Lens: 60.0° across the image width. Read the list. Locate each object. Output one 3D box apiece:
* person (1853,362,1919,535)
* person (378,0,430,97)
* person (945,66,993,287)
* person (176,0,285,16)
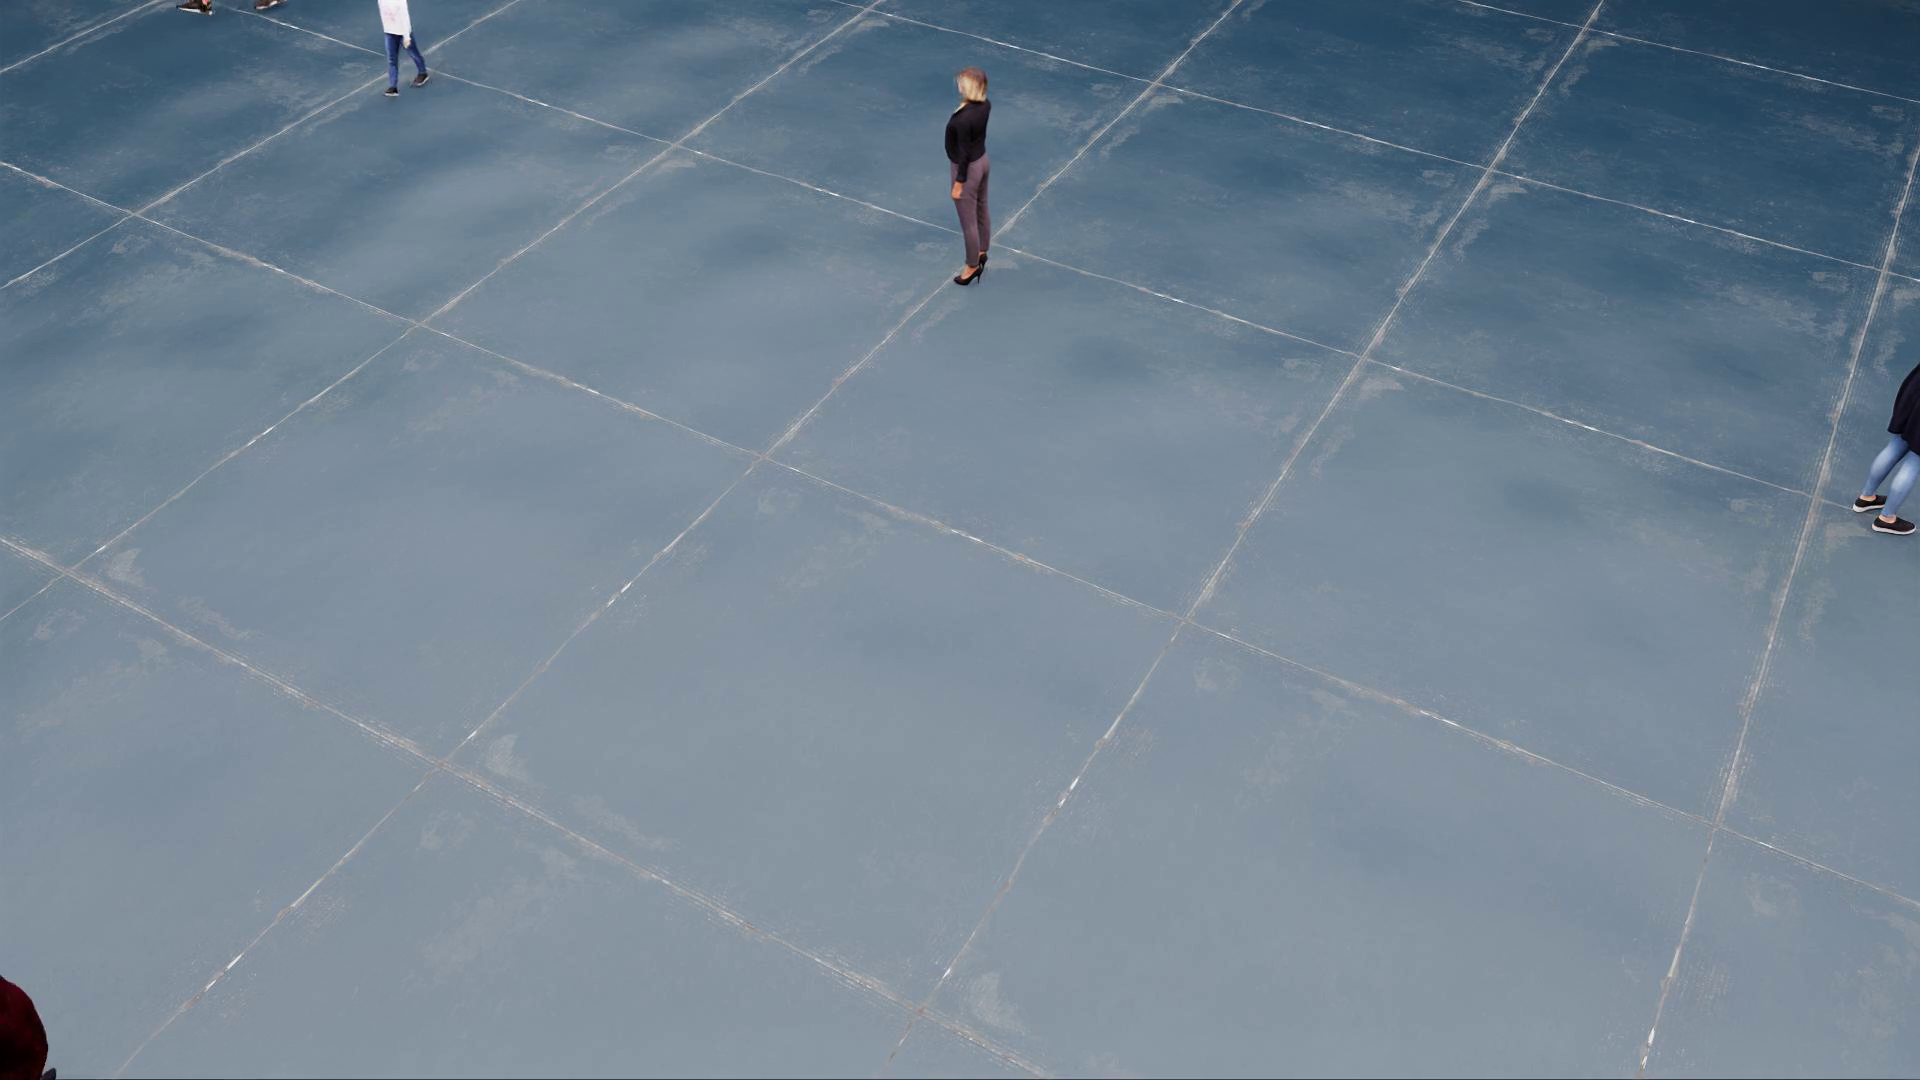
[{"bbox_3d":[5.724,-0.767,9.818,0.781,1.684,0.695,-5,43,-6],"label":"person"},{"bbox_3d":[-4.774,-4.379,14.242,0.539,1.084,0.794,14,44,15],"label":"person"},{"bbox_3d":[0.088,-2.586,11.830,0.680,1.672,0.500,16,45,17],"label":"person"},{"bbox_3d":[-6.657,-5.669,15.133,1.276,1.796,0.951,-30,50,-29],"label":"person"}]
